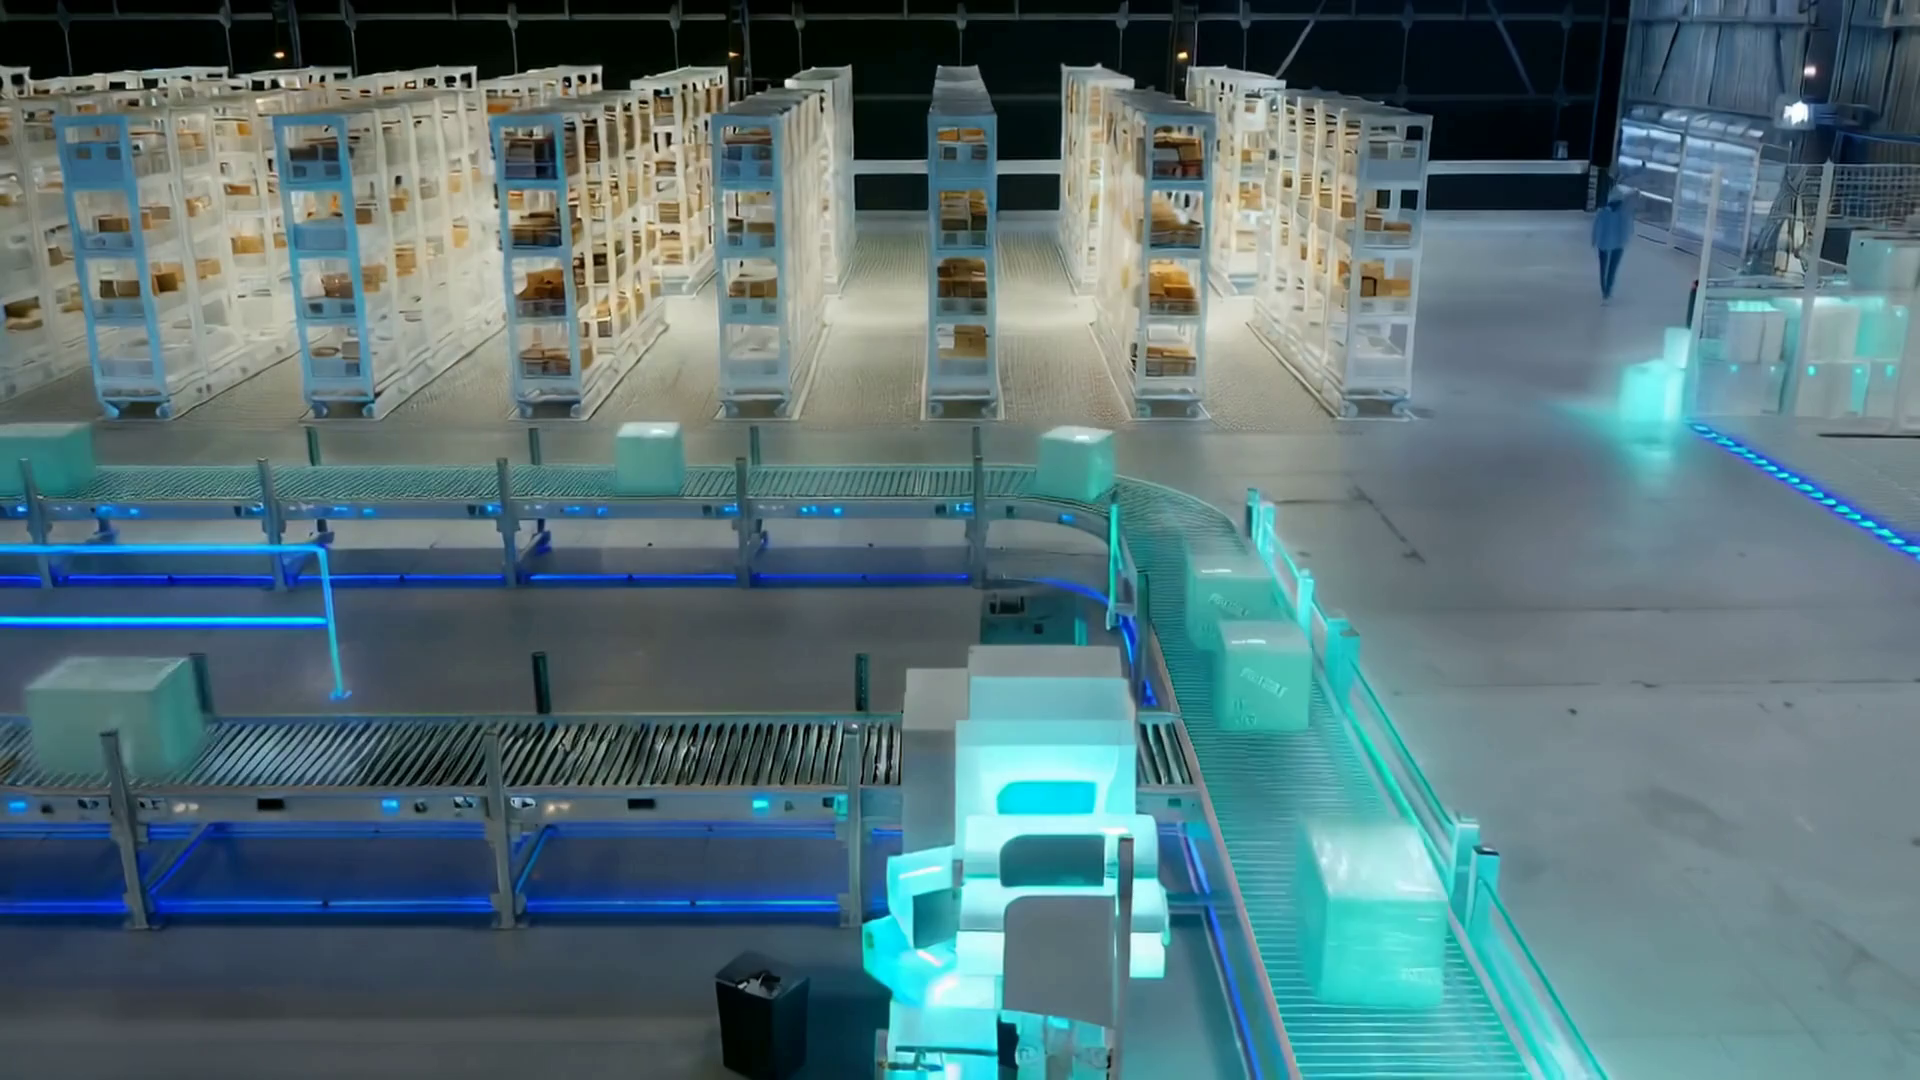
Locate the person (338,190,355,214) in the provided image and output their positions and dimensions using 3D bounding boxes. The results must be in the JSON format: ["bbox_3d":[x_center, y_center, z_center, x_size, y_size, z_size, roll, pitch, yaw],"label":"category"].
[{"bbox_3d":[-11.250,-5.829,30.682,0.408,1.819,0.672,-12,21,-32],"label":"person"}]

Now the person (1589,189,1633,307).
[{"bbox_3d":[10.805,-4.898,27.657,0.625,1.916,1.082,7,19,21],"label":"person"}]
